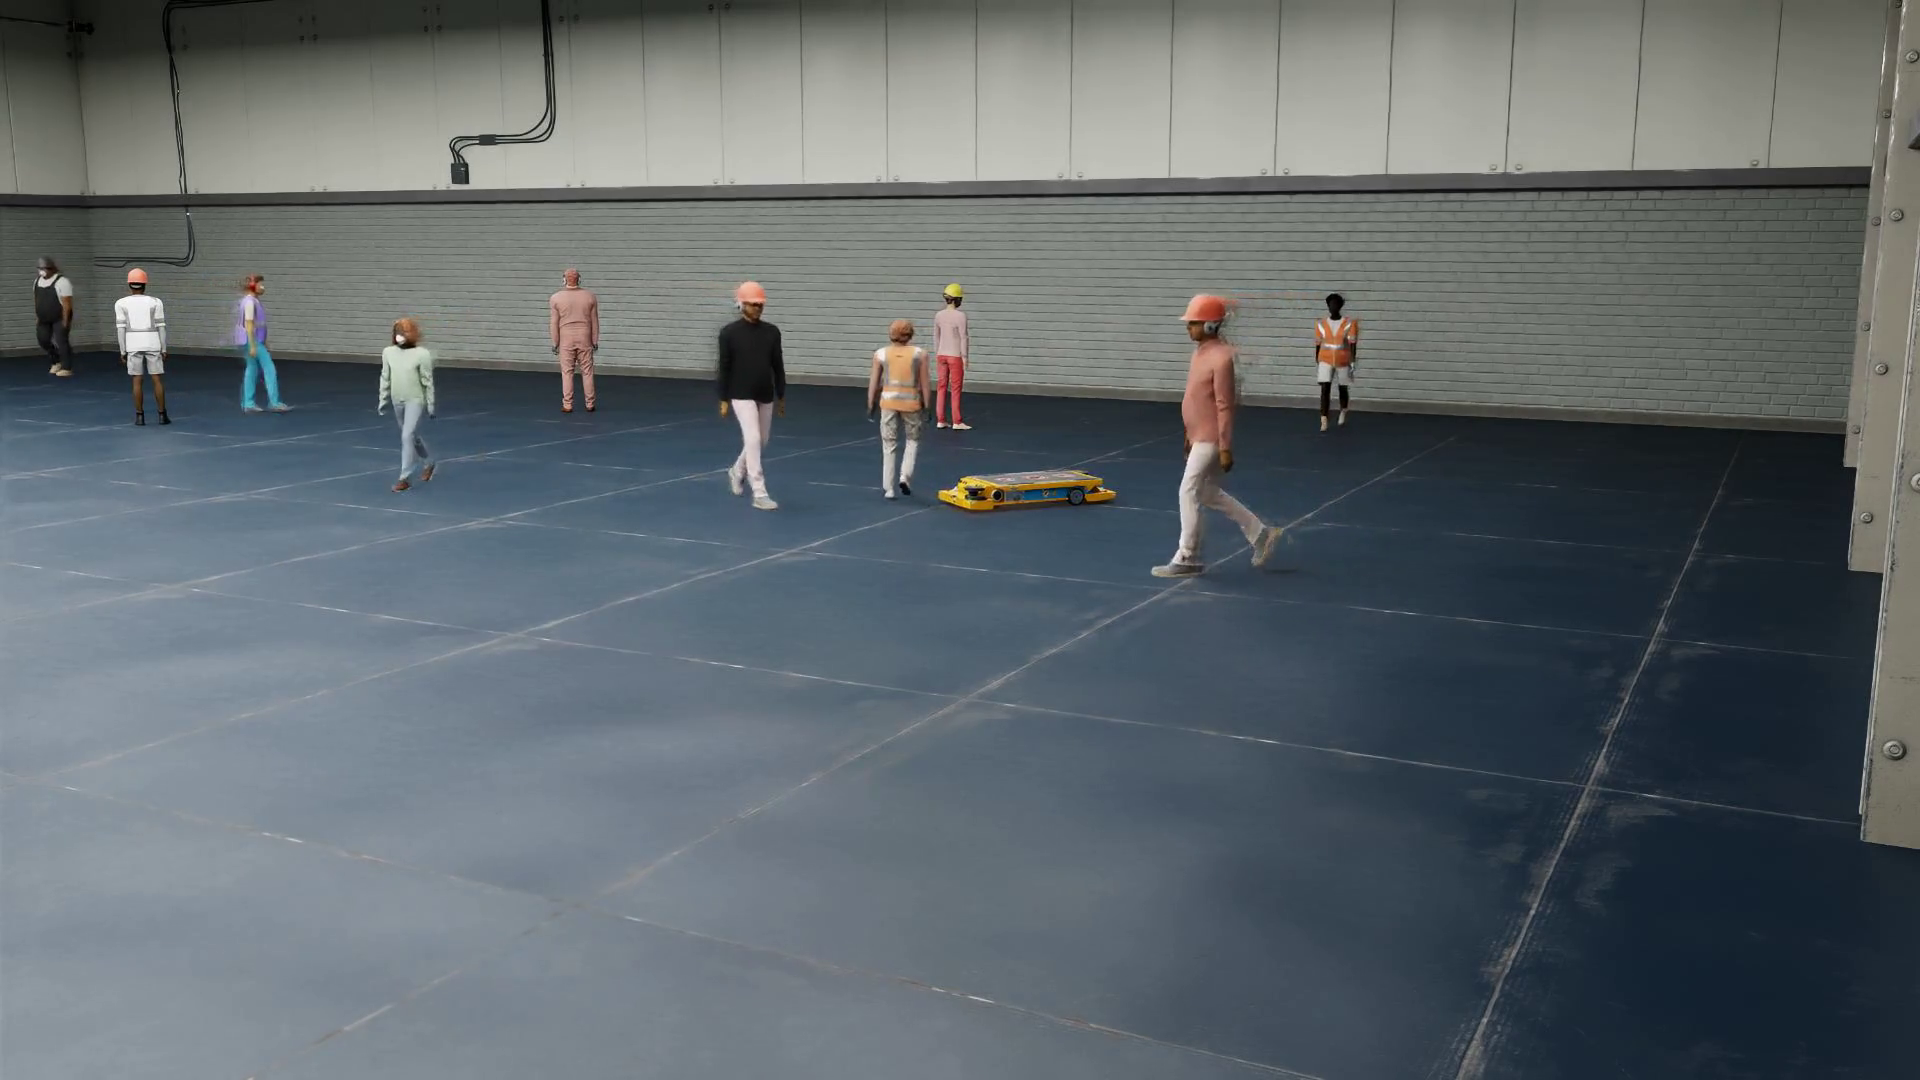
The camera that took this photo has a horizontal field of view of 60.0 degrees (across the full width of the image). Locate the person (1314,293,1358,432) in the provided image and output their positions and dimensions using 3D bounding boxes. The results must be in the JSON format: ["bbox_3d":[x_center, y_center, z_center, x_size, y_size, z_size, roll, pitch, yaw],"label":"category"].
[{"bbox_3d":[4.565,-2.171,20.204,0.531,1.666,0.756,3,11,17],"label":"person"}]

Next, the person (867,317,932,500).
[{"bbox_3d":[-0.545,-1.168,14.833,0.611,1.622,0.386,1,10,3],"label":"person"}]

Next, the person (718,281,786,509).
[{"bbox_3d":[-1.845,-1.284,14.562,0.622,1.968,0.895,-8,13,-36],"label":"person"}]

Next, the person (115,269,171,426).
[{"bbox_3d":[-10.130,-2.384,20.624,0.544,1.939,0.372,-4,11,-22],"label":"person"}]

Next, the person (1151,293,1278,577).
[{"bbox_3d":[1.780,-0.713,11.446,0.836,1.967,0.619,-1,10,-3],"label":"person"}]

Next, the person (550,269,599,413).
[{"bbox_3d":[-5.127,-2.645,22.133,0.642,1.909,0.410,-4,11,-22],"label":"person"}]

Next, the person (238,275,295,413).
[{"bbox_3d":[-9.178,-2.585,22.017,0.762,1.820,0.596,-4,11,-20],"label":"person"}]

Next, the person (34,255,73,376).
[{"bbox_3d":[-15.159,-3.749,27.785,0.701,2.000,0.540,2,11,9],"label":"person"}]

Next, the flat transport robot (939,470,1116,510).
[{"bbox_3d":[0.594,-0.452,14.636,1.431,0.197,0.652,-5,11,-25],"label":"flat transport robot"}]

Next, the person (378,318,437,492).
[{"bbox_3d":[-5.137,-1.292,15.595,0.494,1.600,0.834,3,11,18],"label":"person"}]

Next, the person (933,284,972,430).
[{"bbox_3d":[-0.094,-2.212,20.157,0.526,1.768,0.331,9,14,42],"label":"person"}]
